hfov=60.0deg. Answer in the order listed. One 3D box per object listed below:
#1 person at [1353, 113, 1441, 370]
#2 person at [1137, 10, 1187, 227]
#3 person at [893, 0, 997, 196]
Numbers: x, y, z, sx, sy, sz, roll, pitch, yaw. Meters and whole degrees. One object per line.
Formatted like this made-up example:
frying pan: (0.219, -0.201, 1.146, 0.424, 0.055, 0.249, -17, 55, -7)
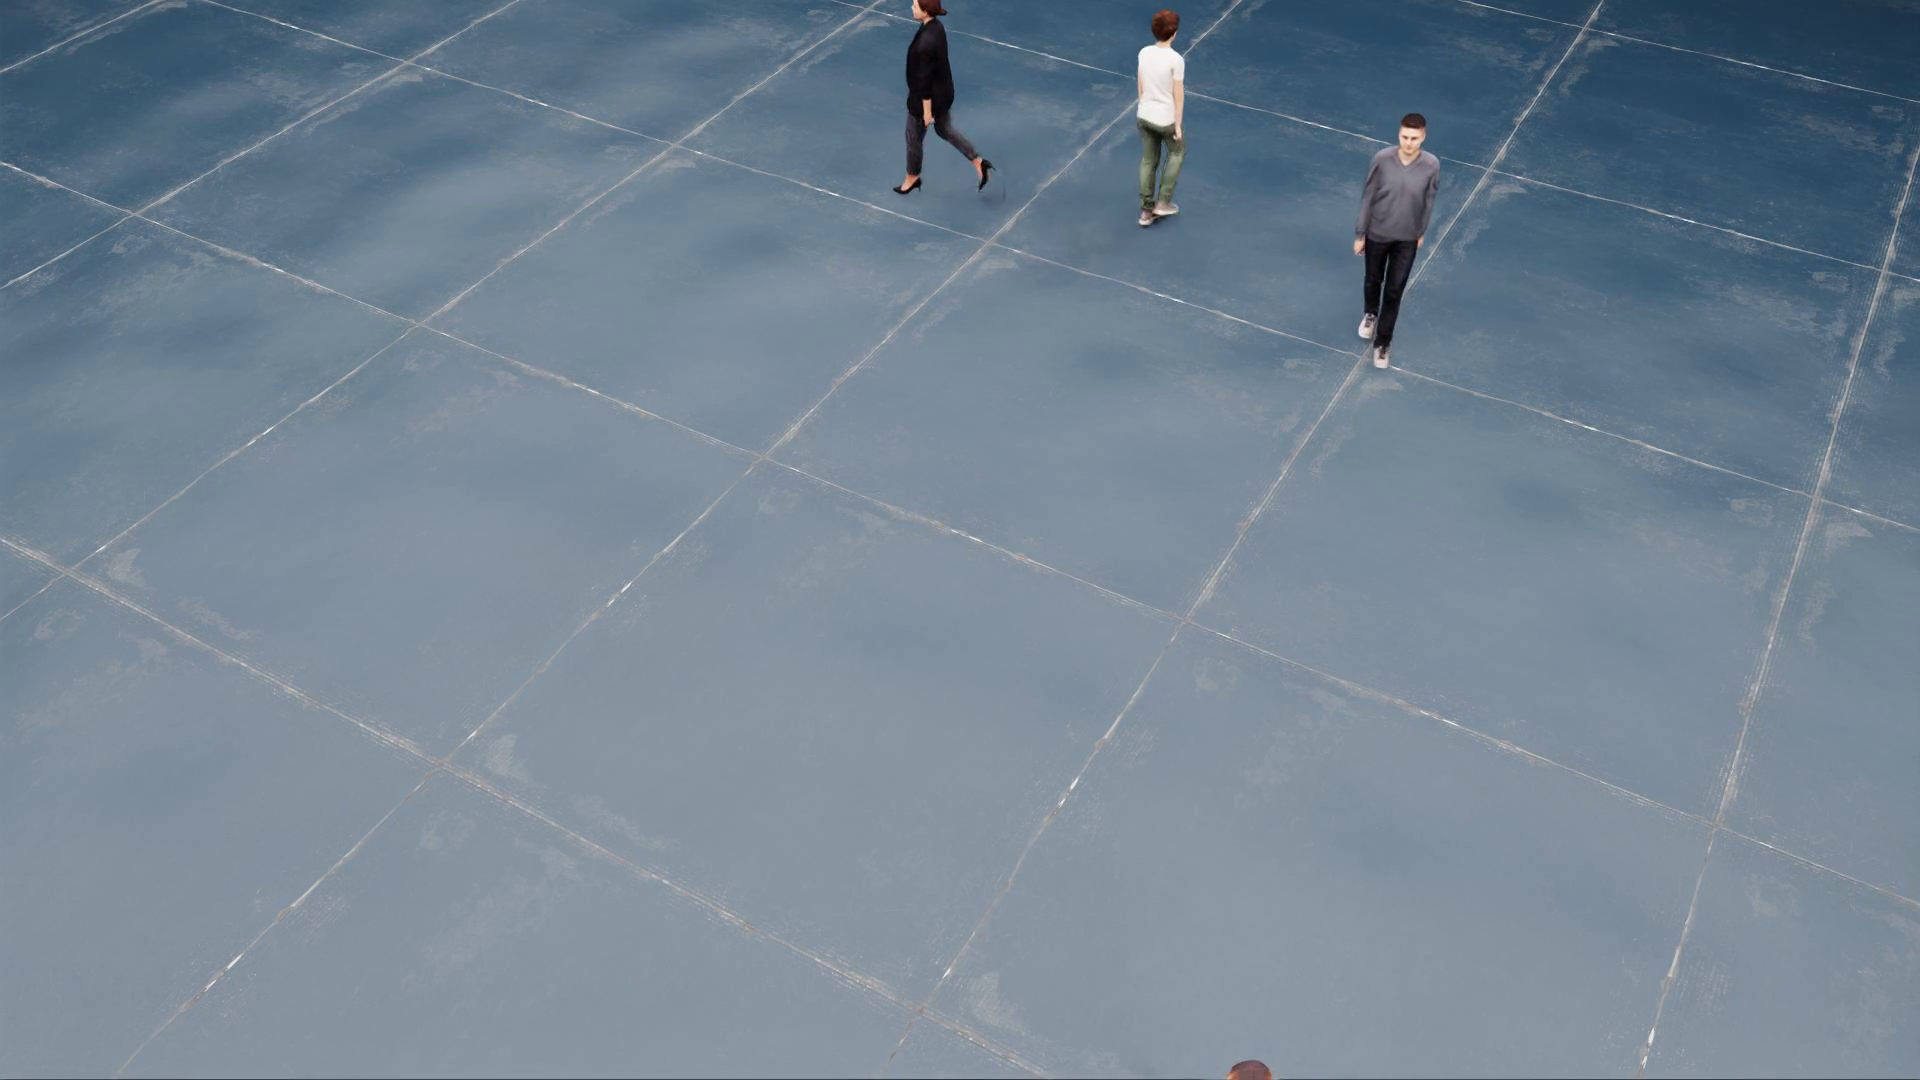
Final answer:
person: (2.928, -2.110, 11.258, 0.772, 1.737, 1.017, 11, 43, 12)
person: (1.434, -3.103, 12.425, 0.612, 1.638, 0.650, 28, 49, 27)
person: (-0.132, -3.363, 12.670, 0.914, 1.694, 1.078, 8, 43, 8)
